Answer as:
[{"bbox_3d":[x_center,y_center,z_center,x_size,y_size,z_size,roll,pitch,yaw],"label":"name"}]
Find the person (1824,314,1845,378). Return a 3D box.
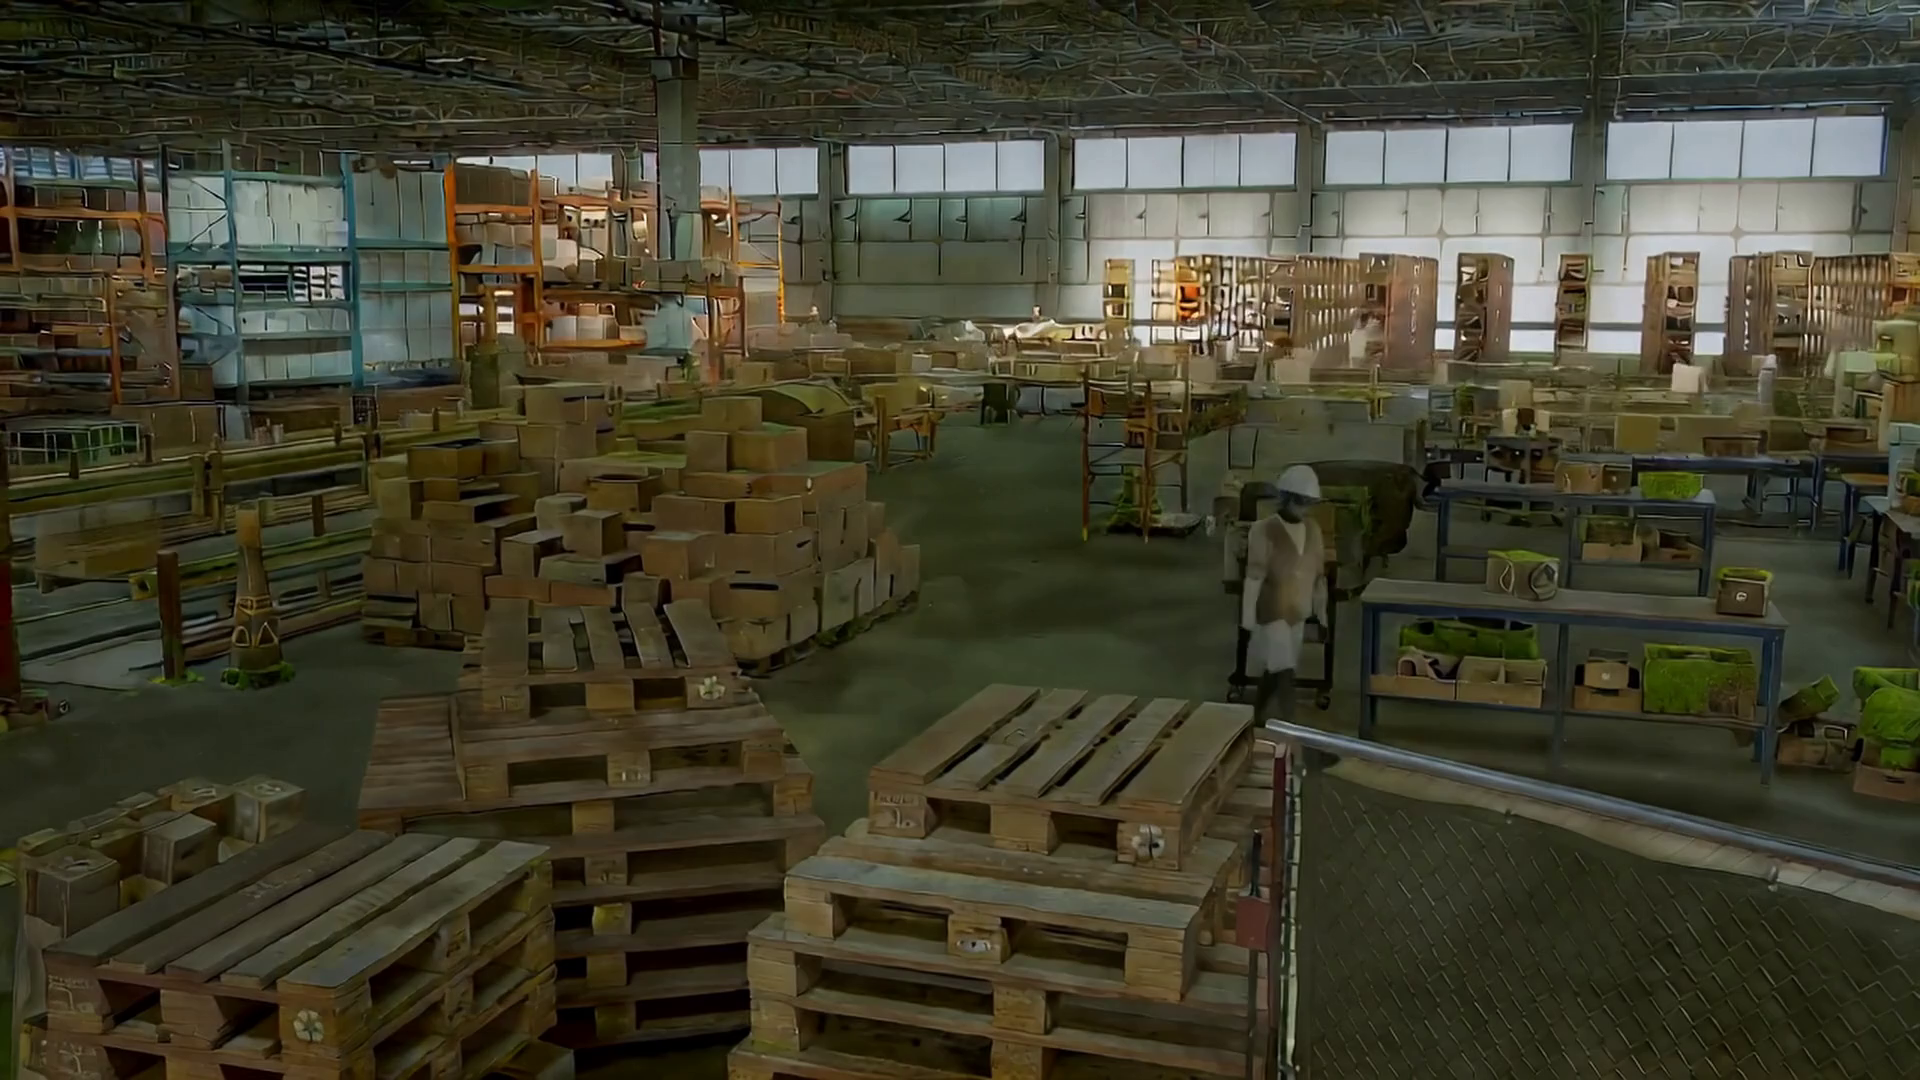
[{"bbox_3d":[24.855,-5.410,46.981,0.981,1.958,0.620,4,10,22],"label":"person"}]

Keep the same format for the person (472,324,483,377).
[{"bbox_3d":[-13.052,-5.065,45.478,0.528,1.736,0.803,2,9,14],"label":"person"}]

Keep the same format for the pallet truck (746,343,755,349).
[{"bbox_3d":[-6.183,-4.618,44.264,1.601,1.201,0.680,-9,12,-43],"label":"pallet truck"}]

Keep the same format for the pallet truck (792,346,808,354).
[{"bbox_3d":[-3.705,-4.298,42.022,0.653,1.274,1.630,3,10,20],"label":"pallet truck"}]

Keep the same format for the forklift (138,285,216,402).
[{"bbox_3d":[-17.480,-4.200,36.461,1.873,2.768,1.129,3,10,19],"label":"forklift"}]

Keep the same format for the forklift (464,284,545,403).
[{"bbox_3d":[-10.832,-4.702,39.610,1.129,2.768,1.873,3,10,20],"label":"forklift"}]

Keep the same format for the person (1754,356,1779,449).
[{"bbox_3d":[14.132,-2.409,29.116,0.508,1.632,0.265,-6,11,-31],"label":"person"}]

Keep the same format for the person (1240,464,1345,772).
[{"bbox_3d":[2.060,0.478,10.207,0.550,1.876,1.016,-6,11,-33],"label":"person"}]

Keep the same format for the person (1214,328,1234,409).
[{"bbox_3d":[5.973,-3.902,37.895,0.403,1.826,0.591,9,13,44],"label":"person"}]

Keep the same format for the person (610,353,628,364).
[{"bbox_3d":[-7.798,-3.891,37.680,0.913,1.878,0.637,-5,10,-27],"label":"person"}]

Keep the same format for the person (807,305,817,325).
[{"bbox_3d":[-4.876,-6.722,54.927,0.380,2.042,0.616,-2,9,-10],"label":"person"}]

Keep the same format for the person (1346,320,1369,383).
[{"bbox_3d":[10.314,-4.780,43.201,0.684,1.881,0.627,-7,11,-35],"label":"person"}]
